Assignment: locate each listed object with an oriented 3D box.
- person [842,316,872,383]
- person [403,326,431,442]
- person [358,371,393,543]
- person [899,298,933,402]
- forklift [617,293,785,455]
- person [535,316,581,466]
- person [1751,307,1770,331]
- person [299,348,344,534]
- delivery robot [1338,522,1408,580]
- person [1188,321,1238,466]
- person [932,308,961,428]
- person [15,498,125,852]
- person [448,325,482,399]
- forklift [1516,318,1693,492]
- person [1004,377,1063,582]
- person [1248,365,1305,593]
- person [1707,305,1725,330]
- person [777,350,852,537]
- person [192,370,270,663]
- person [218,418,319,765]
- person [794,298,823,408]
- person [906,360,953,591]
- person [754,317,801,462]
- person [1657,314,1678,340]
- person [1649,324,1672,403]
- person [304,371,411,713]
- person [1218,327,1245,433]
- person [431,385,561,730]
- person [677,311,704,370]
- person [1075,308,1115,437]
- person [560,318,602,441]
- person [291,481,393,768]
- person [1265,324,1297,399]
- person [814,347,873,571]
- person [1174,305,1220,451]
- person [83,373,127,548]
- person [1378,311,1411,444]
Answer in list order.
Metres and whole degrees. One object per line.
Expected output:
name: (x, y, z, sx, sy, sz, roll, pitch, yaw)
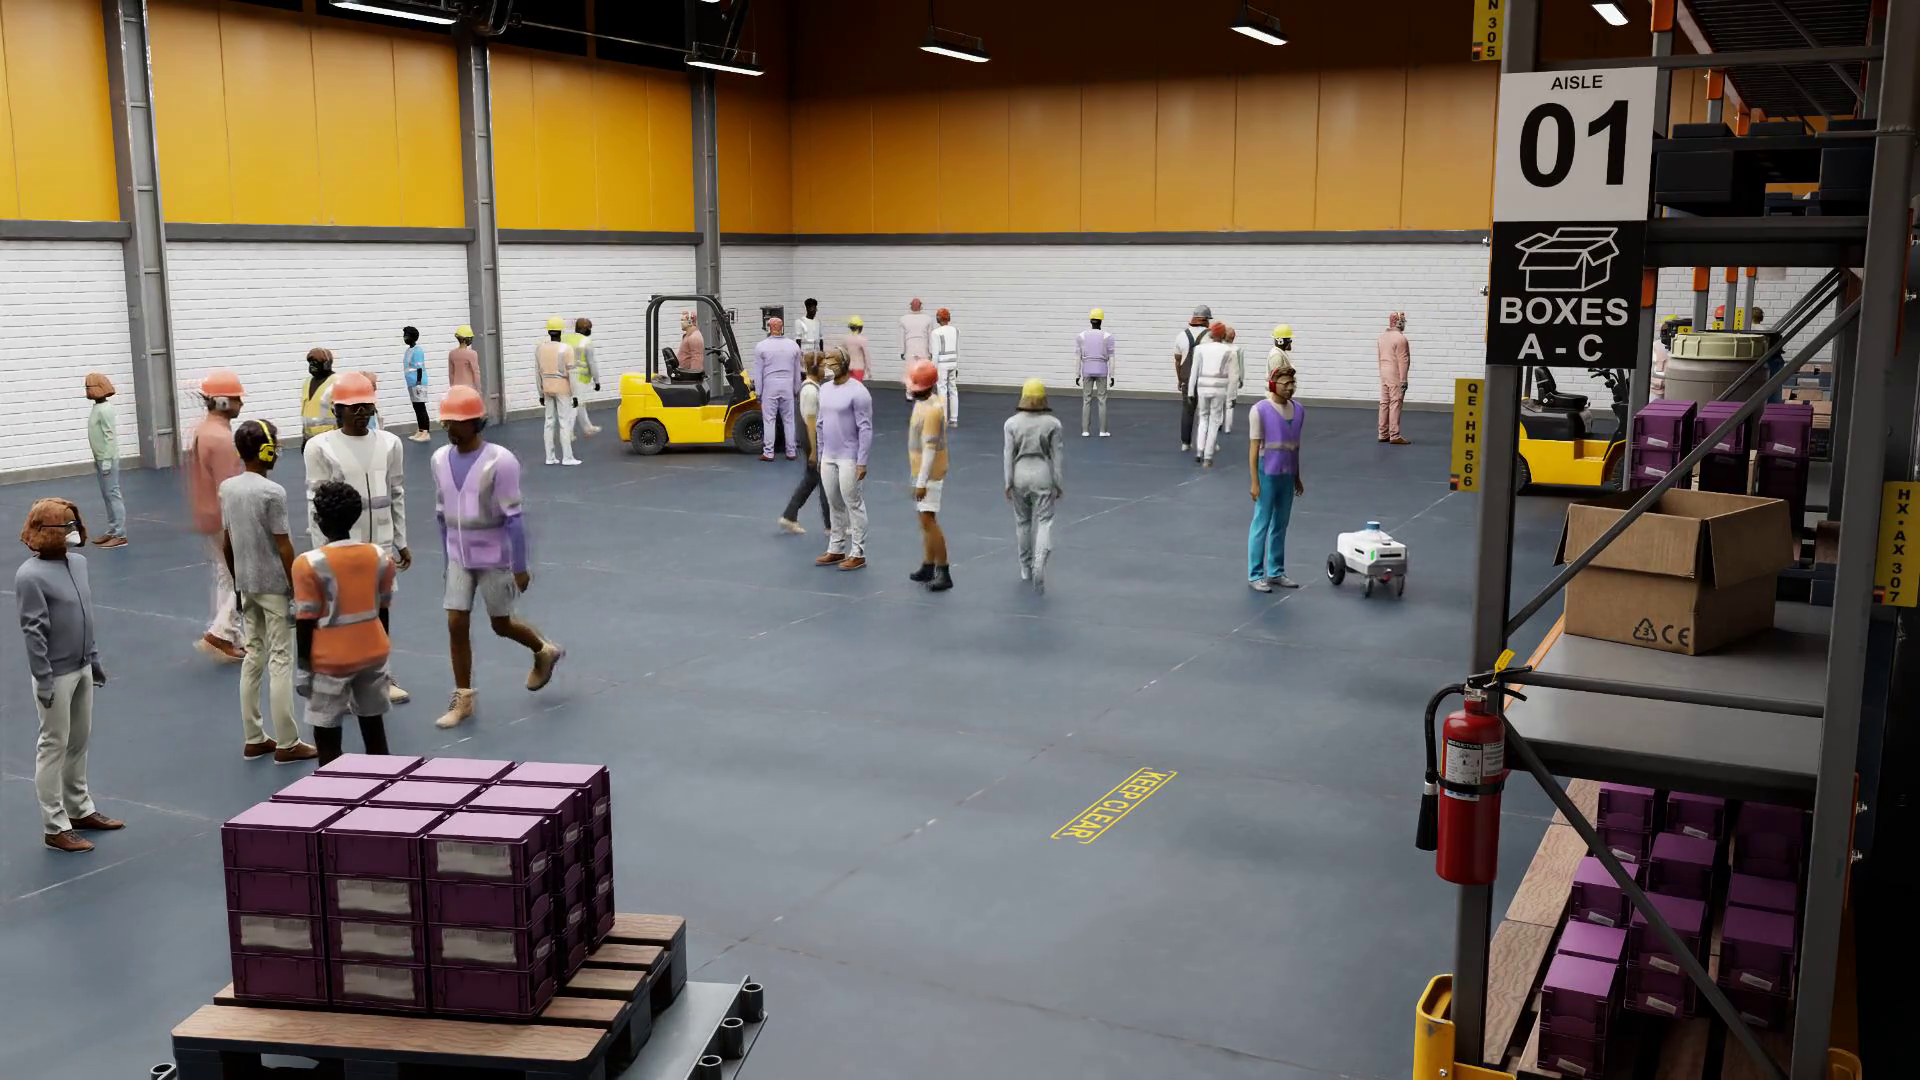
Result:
person: (-1.703, -2.770, 27.035, 0.533, 1.728, 0.877, 7, 12, 36)
person: (-7.940, -2.275, 24.264, 0.321, 1.690, 0.536, -7, 12, -35)
person: (-5.604, -0.778, 15.745, 0.307, 1.639, 0.513, -6, 12, -33)
person: (-0.795, -3.498, 30.700, 0.641, 1.913, 0.408, 0, 10, 1)
forklift: (-3.588, -2.317, 23.042, 2.313, 2.155, 1.214, -1, 10, -5)
person: (-5.196, -1.916, 21.488, 0.593, 1.929, 0.359, 3, 10, 19)
person: (11.977, -2.554, 25.155, 0.633, 1.939, 0.368, 2, 10, 11)
person: (-6.162, -0.948, 16.173, 0.626, 1.841, 0.429, 7, 12, 34)
delivery robot: (3.360, 0.094, 13.557, 0.477, 0.478, 0.707, -2, 10, -10)
person: (3.270, -1.880, 21.470, 0.617, 1.860, 0.465, 4, 11, 22)
person: (-0.235, -2.704, 26.180, 0.572, 1.886, 0.354, -9, 13, -42)
person: (-4.139, 0.613, 7.705, 0.284, 1.633, 0.500, 0, 10, 0)
person: (-6.737, -2.043, 22.696, 0.523, 1.769, 0.324, 5, 11, 28)
forklift: (7.066, -1.601, 18.899, 2.313, 2.155, 1.214, 5, 11, 27)
person: (0.604, -0.487, 13.828, 0.488, 1.726, 0.663, 1, 10, 6)
person: (2.564, -0.507, 13.573, 0.568, 1.843, 0.374, -7, 12, -36)
person: (11.751, -2.658, 25.748, 0.350, 1.942, 0.545, -5, 11, -29)
person: (-1.420, -0.928, 16.109, 0.653, 1.842, 0.530, -2, 10, -11)
person: (-4.863, -0.144, 11.078, 0.425, 1.977, 0.626, -8, 13, -39)
person: (-3.727, 0.279, 8.966, 0.509, 1.868, 0.328, 5, 11, 26)
person: (-2.659, -3.306, 29.483, 0.599, 1.958, 0.381, -8, 13, -39)
person: (-0.272, -0.536, 13.648, 0.372, 1.888, 0.668, -1, 10, -6)
person: (-2.420, -1.985, 21.986, 0.645, 1.899, 0.401, -5, 11, -26)
person: (10.664, -2.492, 25.112, 0.403, 1.832, 0.598, 3, 10, 19)
person: (9.356, -1.972, 22.081, 0.625, 1.839, 0.430, 3, 10, 16)
person: (-3.602, 0.008, 10.026, 0.606, 2.044, 0.373, -10, 14, -44)
person: (4.071, -2.434, 25.369, 0.538, 1.623, 0.385, 1, 10, 8)
person: (-2.755, 0.066, 9.839, 0.612, 2.013, 0.874, 4, 11, 22)
person: (-3.917, -2.371, 24.187, 0.407, 1.910, 0.638, -2, 10, -12)
person: (2.018, -2.491, 24.825, 0.595, 1.925, 0.373, 2, 10, 11)
person: (-5.505, -2.348, 24.382, 0.650, 1.795, 0.919, 7, 12, 35)
person: (-2.869, 0.571, 7.786, 0.320, 1.693, 0.539, 6, 11, 31)
person: (4.130, -1.855, 21.418, 0.404, 1.833, 0.587, 2, 10, 10)
person: (-1.021, -0.705, 14.452, 0.353, 1.937, 0.635, -10, 14, -44)
person: (3.341, -2.250, 23.099, 0.684, 2.000, 0.535, 6, 11, 30)
person: (-8.015, -0.745, 15.566, 0.281, 1.633, 0.500, -8, 12, -37)
person: (6.280, -2.335, 23.985, 0.407, 1.908, 0.641, -3, 10, -17)
